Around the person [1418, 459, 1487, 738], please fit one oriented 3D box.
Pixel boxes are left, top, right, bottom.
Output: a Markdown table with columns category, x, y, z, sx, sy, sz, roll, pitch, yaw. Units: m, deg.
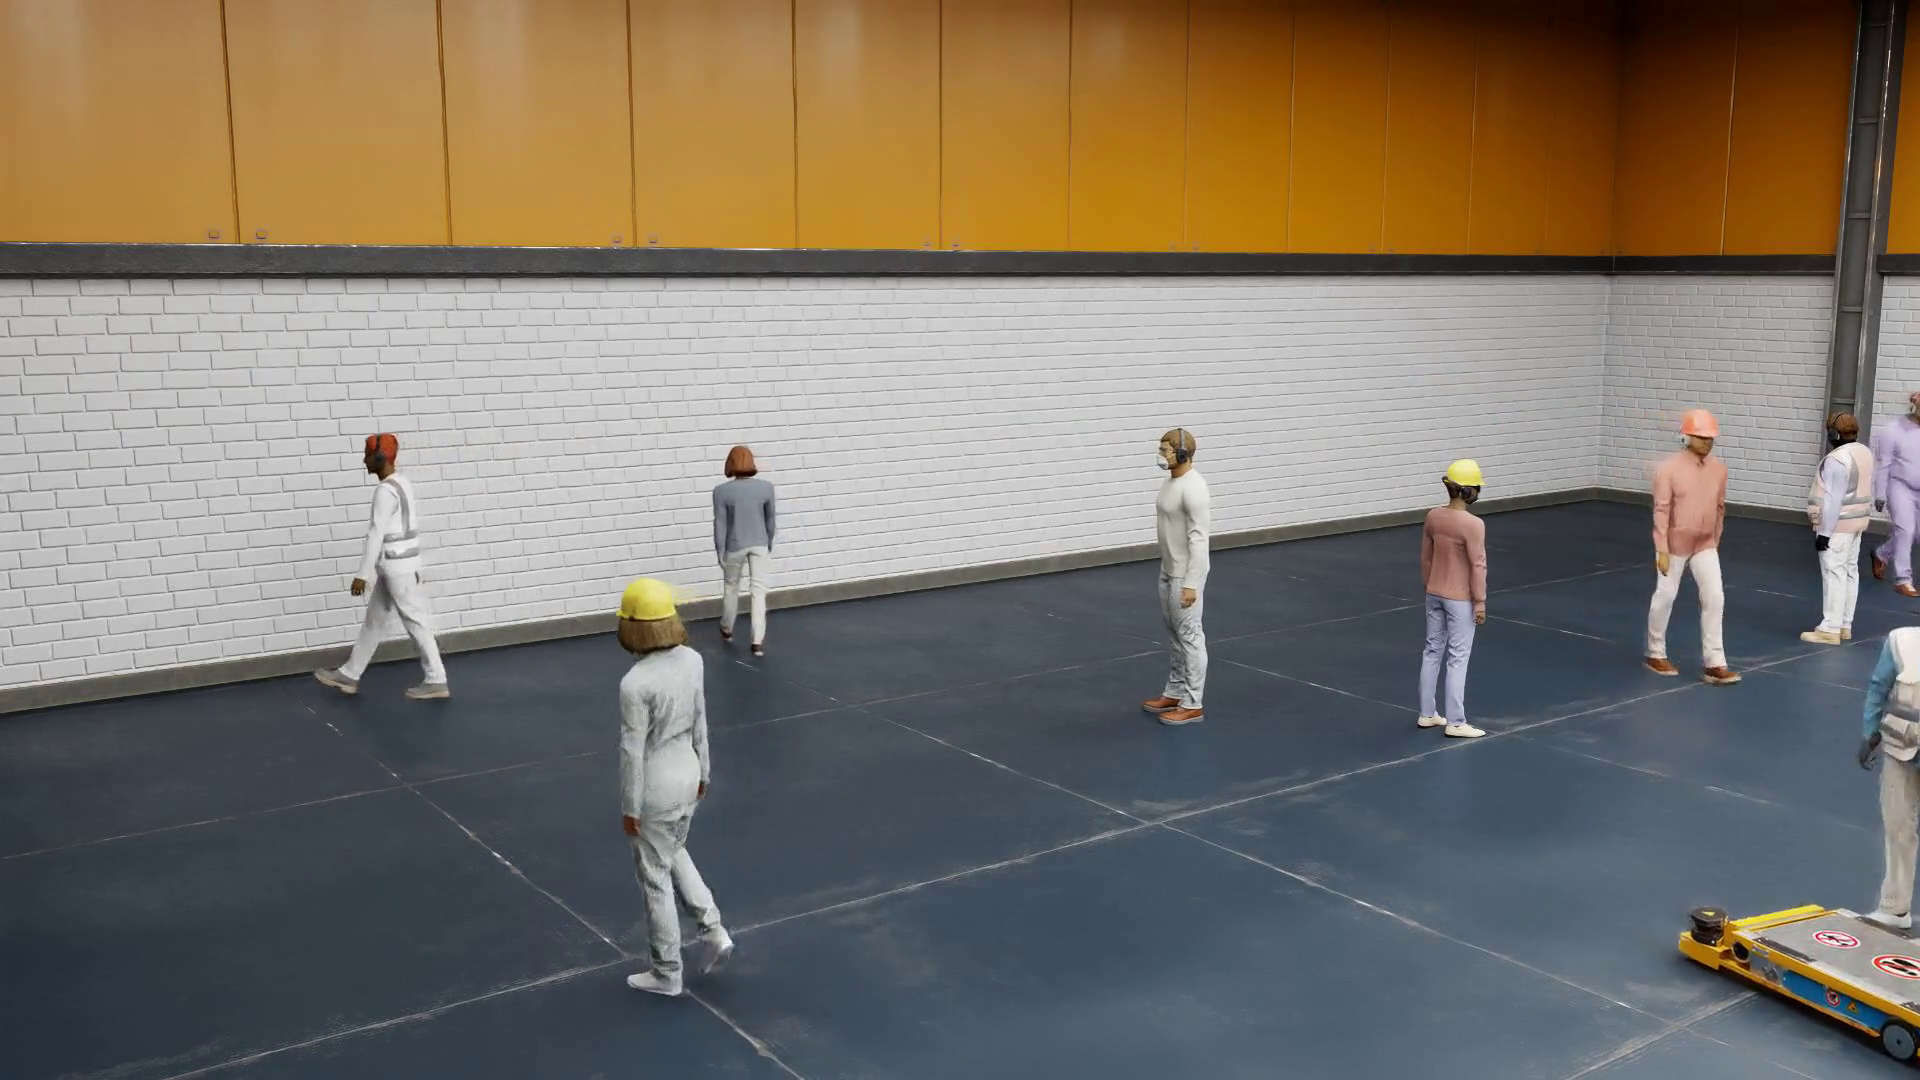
| category | x | y | z | sx | sy | sz | roll | pitch | yaw |
| --- | --- | --- | --- | --- | --- | --- | --- | --- | --- |
| person | 3.153 | 0.367 | 10.571 | 0.326 | 1.767 | 0.533 | -4 | 10 | -24 |

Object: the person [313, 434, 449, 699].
| category | x | y | z | sx | sy | sz | roll | pitch | yaw |
| --- | --- | --- | --- | --- | --- | --- | --- | --- | --- |
| person | -3.992 | 0.198 | 11.389 | 0.956 | 1.839 | 0.580 | -2 | 9 | -11 |

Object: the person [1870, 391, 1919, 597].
| category | x | y | z | sx | sy | sz | roll | pitch | yaw |
| --- | --- | --- | --- | --- | --- | --- | --- | --- | --- |
| person | 8.710 | -0.455 | 15.318 | 0.649 | 1.881 | 0.802 | -1 | 9 | -7 |

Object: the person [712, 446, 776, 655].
| category | x | y | z | sx | sy | sz | roll | pitch | yaw |
| --- | --- | --- | --- | --- | --- | --- | --- | --- | --- |
| person | -1.687 | 0.060 | 12.985 | 0.505 | 1.595 | 0.788 | -3 | 10 | -15 |

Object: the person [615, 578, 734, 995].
| category | x | y | z | sx | sy | sz | roll | pitch | yaw |
| --- | --- | --- | --- | --- | --- | --- | --- | --- | --- |
| person | -1.201 | 1.004 | 6.738 | 0.393 | 1.730 | 0.508 | 5 | 10 | 27 |

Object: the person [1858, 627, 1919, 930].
| category | x | y | z | sx | sy | sz | roll | pitch | yaw |
| --- | --- | --- | --- | --- | --- | --- | --- | --- | --- |
| person | 4.274 | 0.978 | 7.284 | 0.337 | 1.614 | 0.611 | -7 | 12 | -38 |

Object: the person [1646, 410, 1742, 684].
| category | x | y | z | sx | sy | sz | roll | pitch | yaw |
| --- | --- | --- | --- | --- | --- | --- | --- | --- | --- |
| person | 5.260 | 0.060 | 11.861 | 0.650 | 1.956 | 0.900 | -2 | 9 | -13 |

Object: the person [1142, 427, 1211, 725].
| category | x | y | z | sx | sy | sz | roll | pitch | yaw |
| --- | --- | --- | --- | --- | --- | --- | --- | --- | --- |
| person | 1.438 | 0.233 | 10.862 | 0.378 | 1.940 | 0.629 | -1 | 9 | -9 |

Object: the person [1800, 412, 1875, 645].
| category | x | y | z | sx | sy | sz | roll | pitch | yaw |
| --- | --- | --- | --- | --- | --- | --- | --- | --- | --- |
| person | 6.948 | -0.093 | 13.185 | 0.624 | 1.841 | 0.430 | -8 | 12 | -40 |

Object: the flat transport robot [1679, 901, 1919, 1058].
| category | x | y | z | sx | sy | sz | roll | pitch | yaw |
| --- | --- | --- | --- | --- | --- | --- | --- | --- | --- |
| flat transport robot | 3.662 | 1.755 | 6.603 | 0.652 | 0.197 | 1.431 | -4 | 10 | -23 |
